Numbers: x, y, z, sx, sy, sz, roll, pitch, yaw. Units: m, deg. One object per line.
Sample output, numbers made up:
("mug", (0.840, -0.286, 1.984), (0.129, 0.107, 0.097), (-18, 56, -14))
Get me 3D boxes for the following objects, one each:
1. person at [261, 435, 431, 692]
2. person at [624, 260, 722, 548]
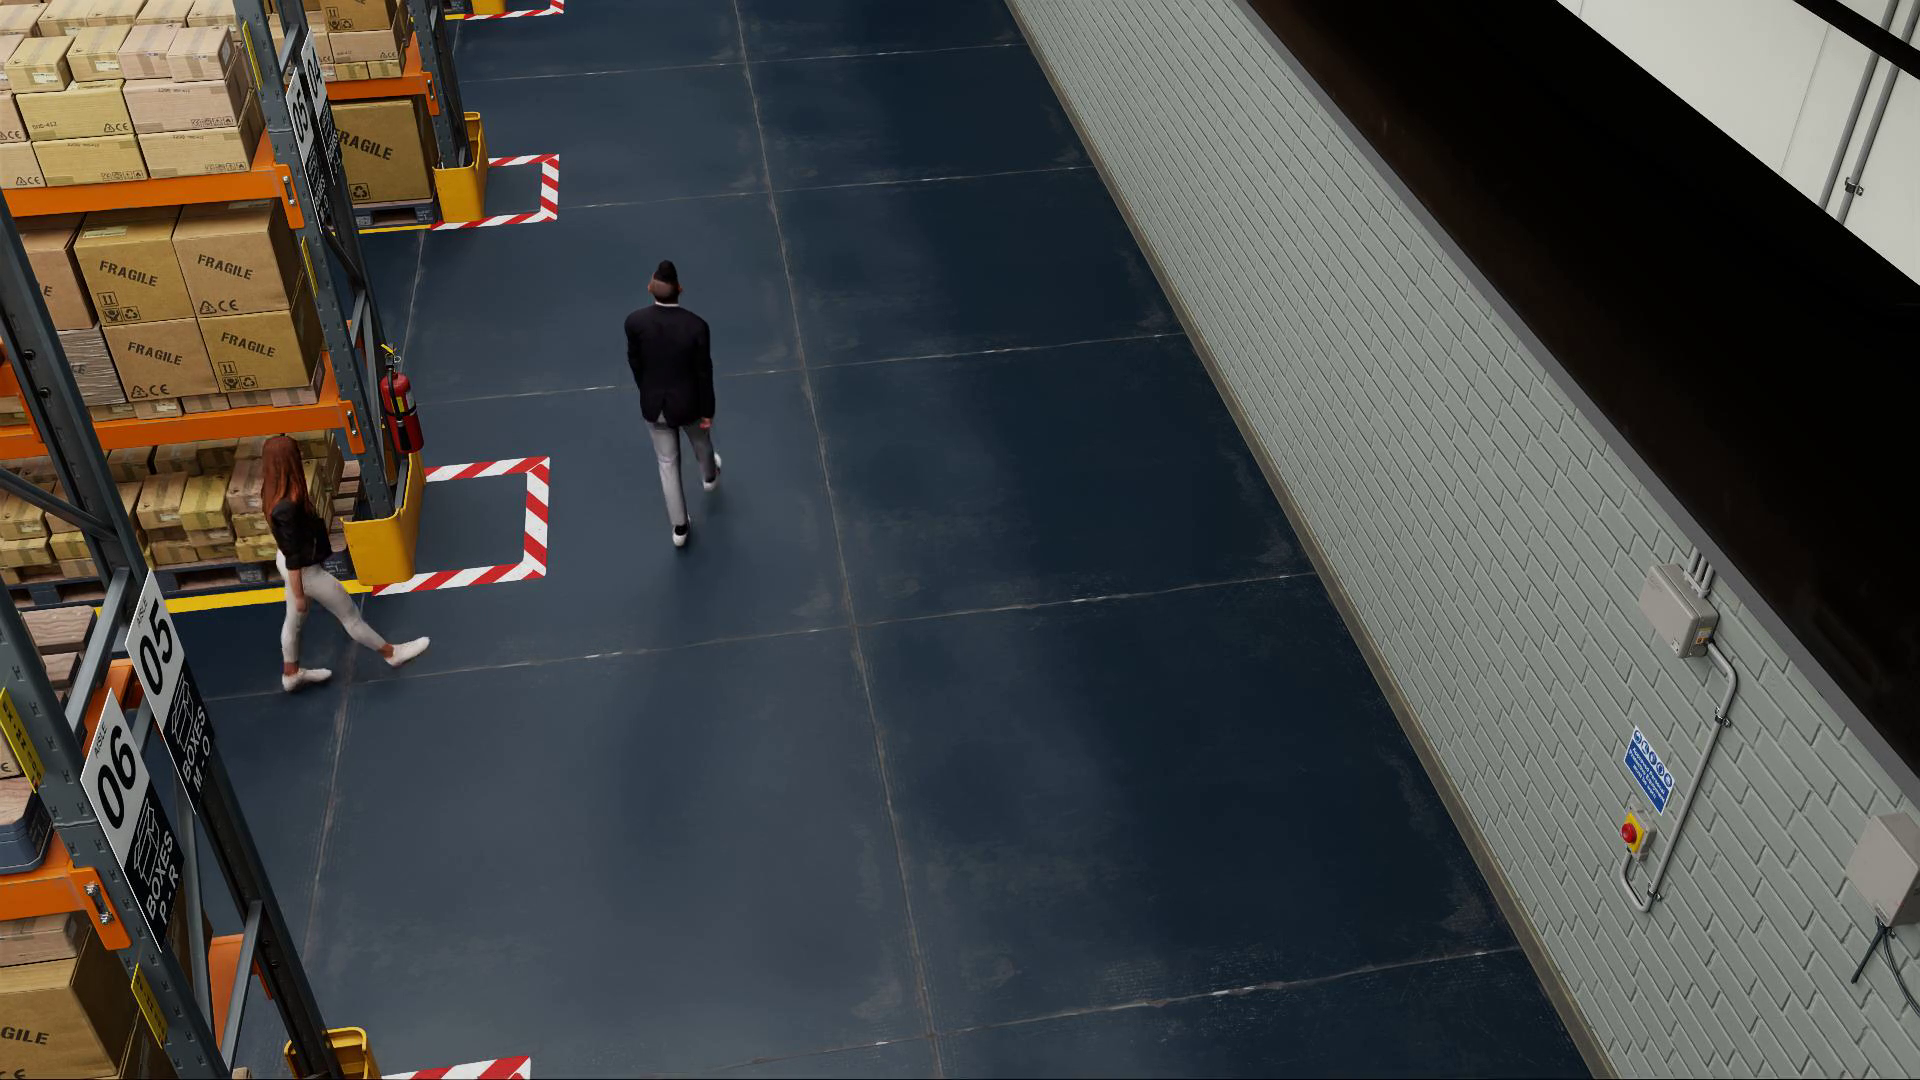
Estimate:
("person", (-3.747, 0.194, 9.275), (1.146, 1.666, 0.861), (-18, 41, -21))
("person", (-1.803, -0.815, 10.364), (1.093, 1.914, 0.890), (0, 38, 0))
